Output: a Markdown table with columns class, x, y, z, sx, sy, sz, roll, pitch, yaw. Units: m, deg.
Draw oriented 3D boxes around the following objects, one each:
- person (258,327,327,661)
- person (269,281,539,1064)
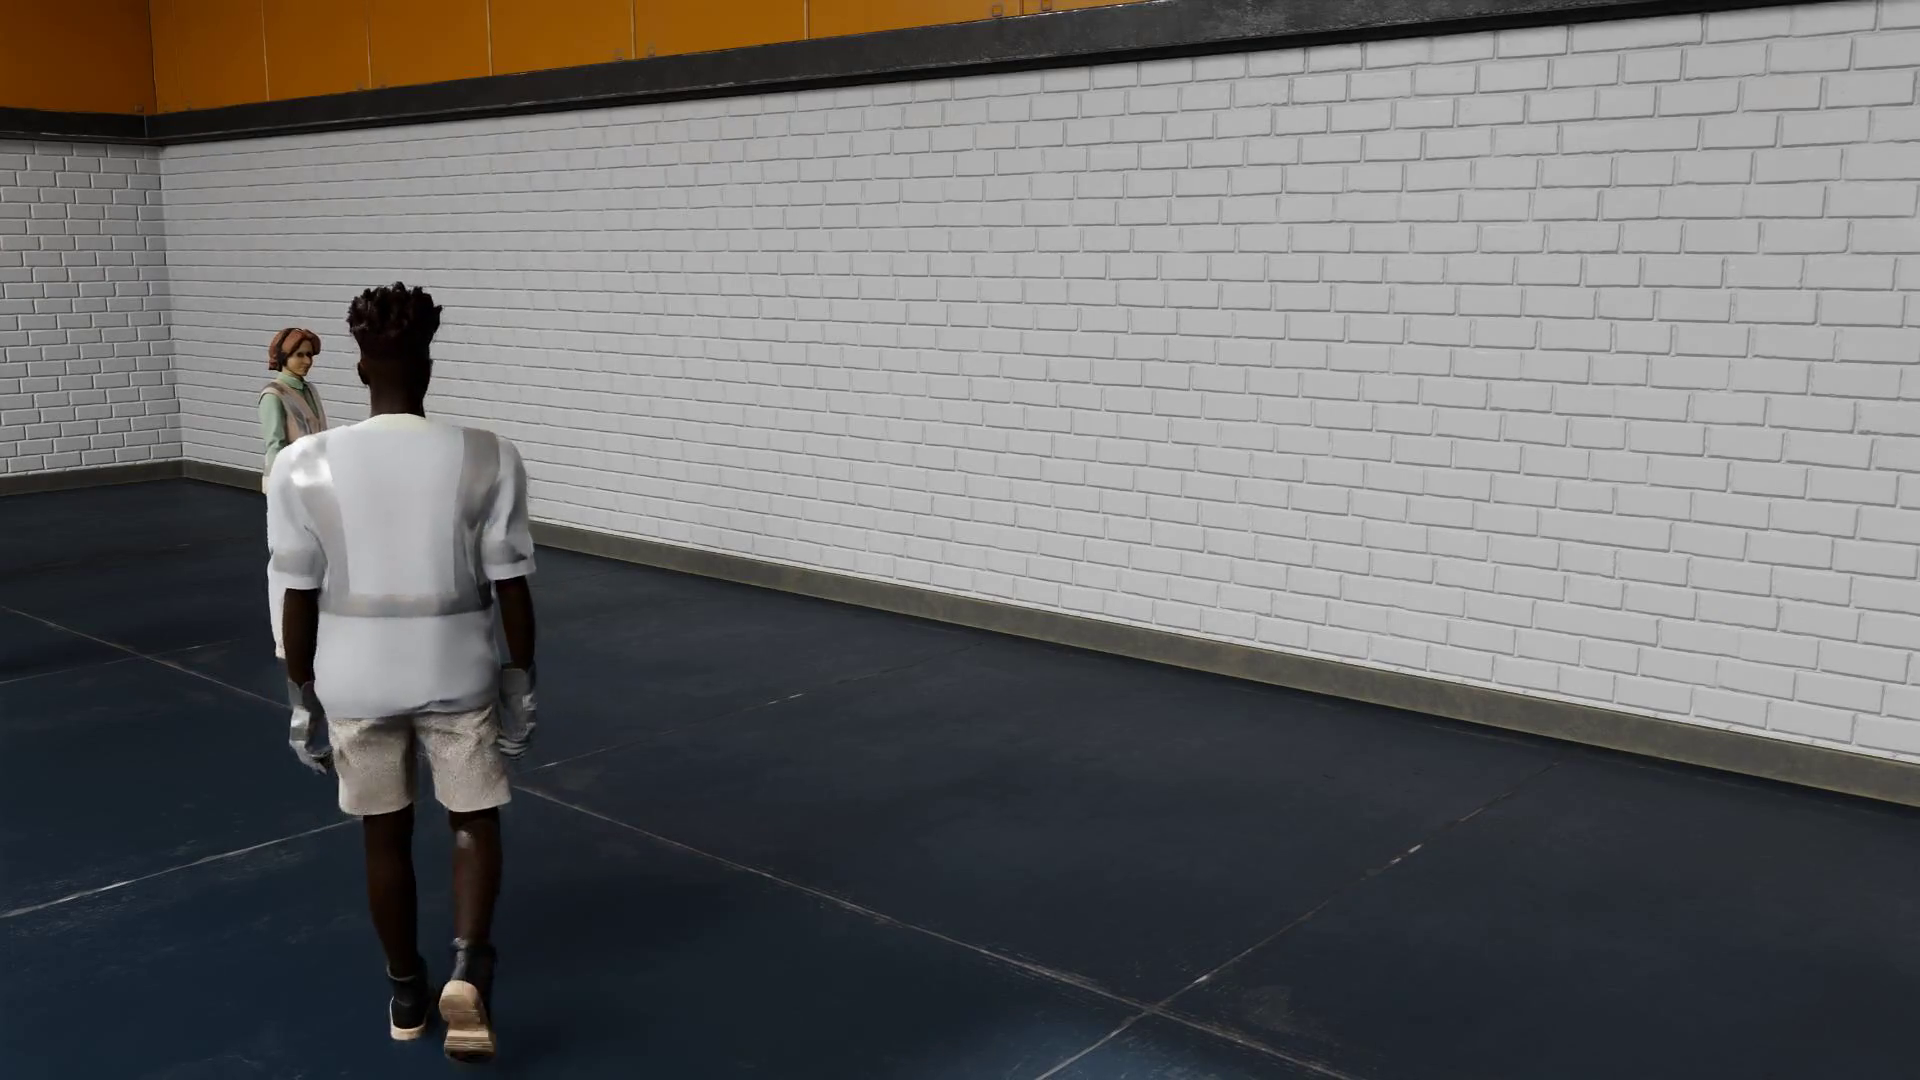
| class | x | y | z | sx | sy | sz | roll | pitch | yaw |
| --- | --- | --- | --- | --- | --- | --- | --- | --- | --- |
| person | -3.272 | -0.225 | 8.213 | 0.315 | 1.636 | 0.515 | 0 | 10 | 0 |
| person | -1.338 | 0.351 | 4.060 | 0.608 | 1.950 | 0.661 | -3 | 10 | -15 |
